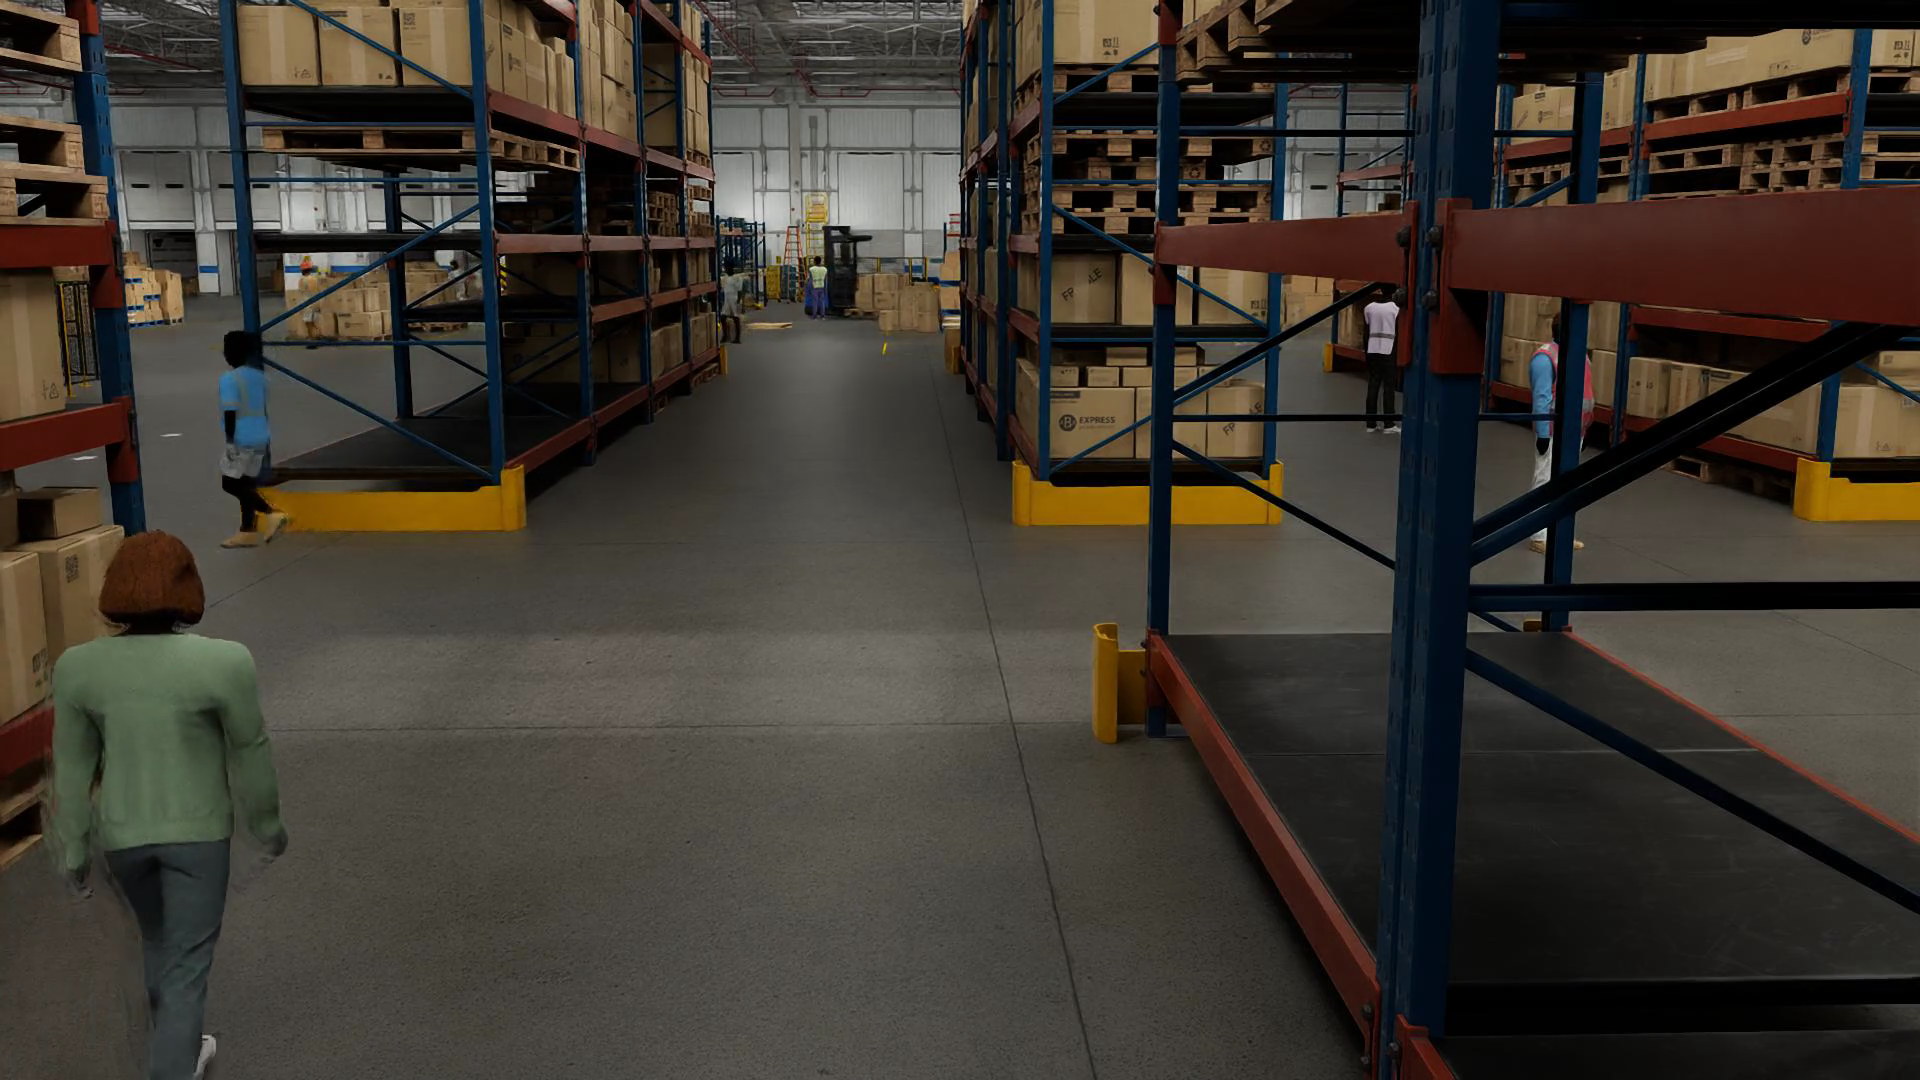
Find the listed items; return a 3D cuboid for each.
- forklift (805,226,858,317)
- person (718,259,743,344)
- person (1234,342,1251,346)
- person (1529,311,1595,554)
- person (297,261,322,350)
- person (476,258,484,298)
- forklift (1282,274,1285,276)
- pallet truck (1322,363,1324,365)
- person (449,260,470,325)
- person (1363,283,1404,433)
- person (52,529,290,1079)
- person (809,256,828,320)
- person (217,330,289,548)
[{"bbox_3d":[-3.846,-8.344,51.602,1.873,2.768,1.129,8,13,38],"label":"forklift"},{"bbox_3d":[-5.254,-5.410,37.890,0.610,1.942,0.729,6,12,28],"label":"person"},{"bbox_3d":[6.337,-5.278,37.403,0.525,1.856,0.390,-7,12,-34],"label":"person"},{"bbox_3d":[4.540,-0.812,12.542,0.625,1.844,0.429,-9,13,-40],"label":"person"},{"bbox_3d":[-14.179,-5.095,36.187,0.408,1.922,0.544,4,11,23],"label":"person"},{"bbox_3d":[-15.104,-7.950,52.187,0.855,1.905,0.674,-2,10,-11],"label":"person"},{"bbox_3d":[12.206,-10.472,63.460,1.129,2.768,1.873,0,10,-2],"label":"forklift"},{"bbox_3d":[7.712,-4.157,30.737,1.885,1.965,0.823,3,11,16],"label":"pallet truck"},{"bbox_3d":[-14.167,-7.000,47.094,0.897,1.826,0.505,6,12,31],"label":"person"},{"bbox_3d":[5.211,-2.265,20.419,0.391,1.919,0.591,-9,13,-40],"label":"person"},{"bbox_3d":[-2.049,0.766,4.403,0.500,1.605,0.741,0,10,0],"label":"person"},{"bbox_3d":[-4.238,-7.521,49.736,0.583,1.911,0.394,-5,11,-26],"label":"person"},{"bbox_3d":[-5.408,-0.757,12.690,0.493,1.675,0.543,1,10,6],"label":"person"}]
